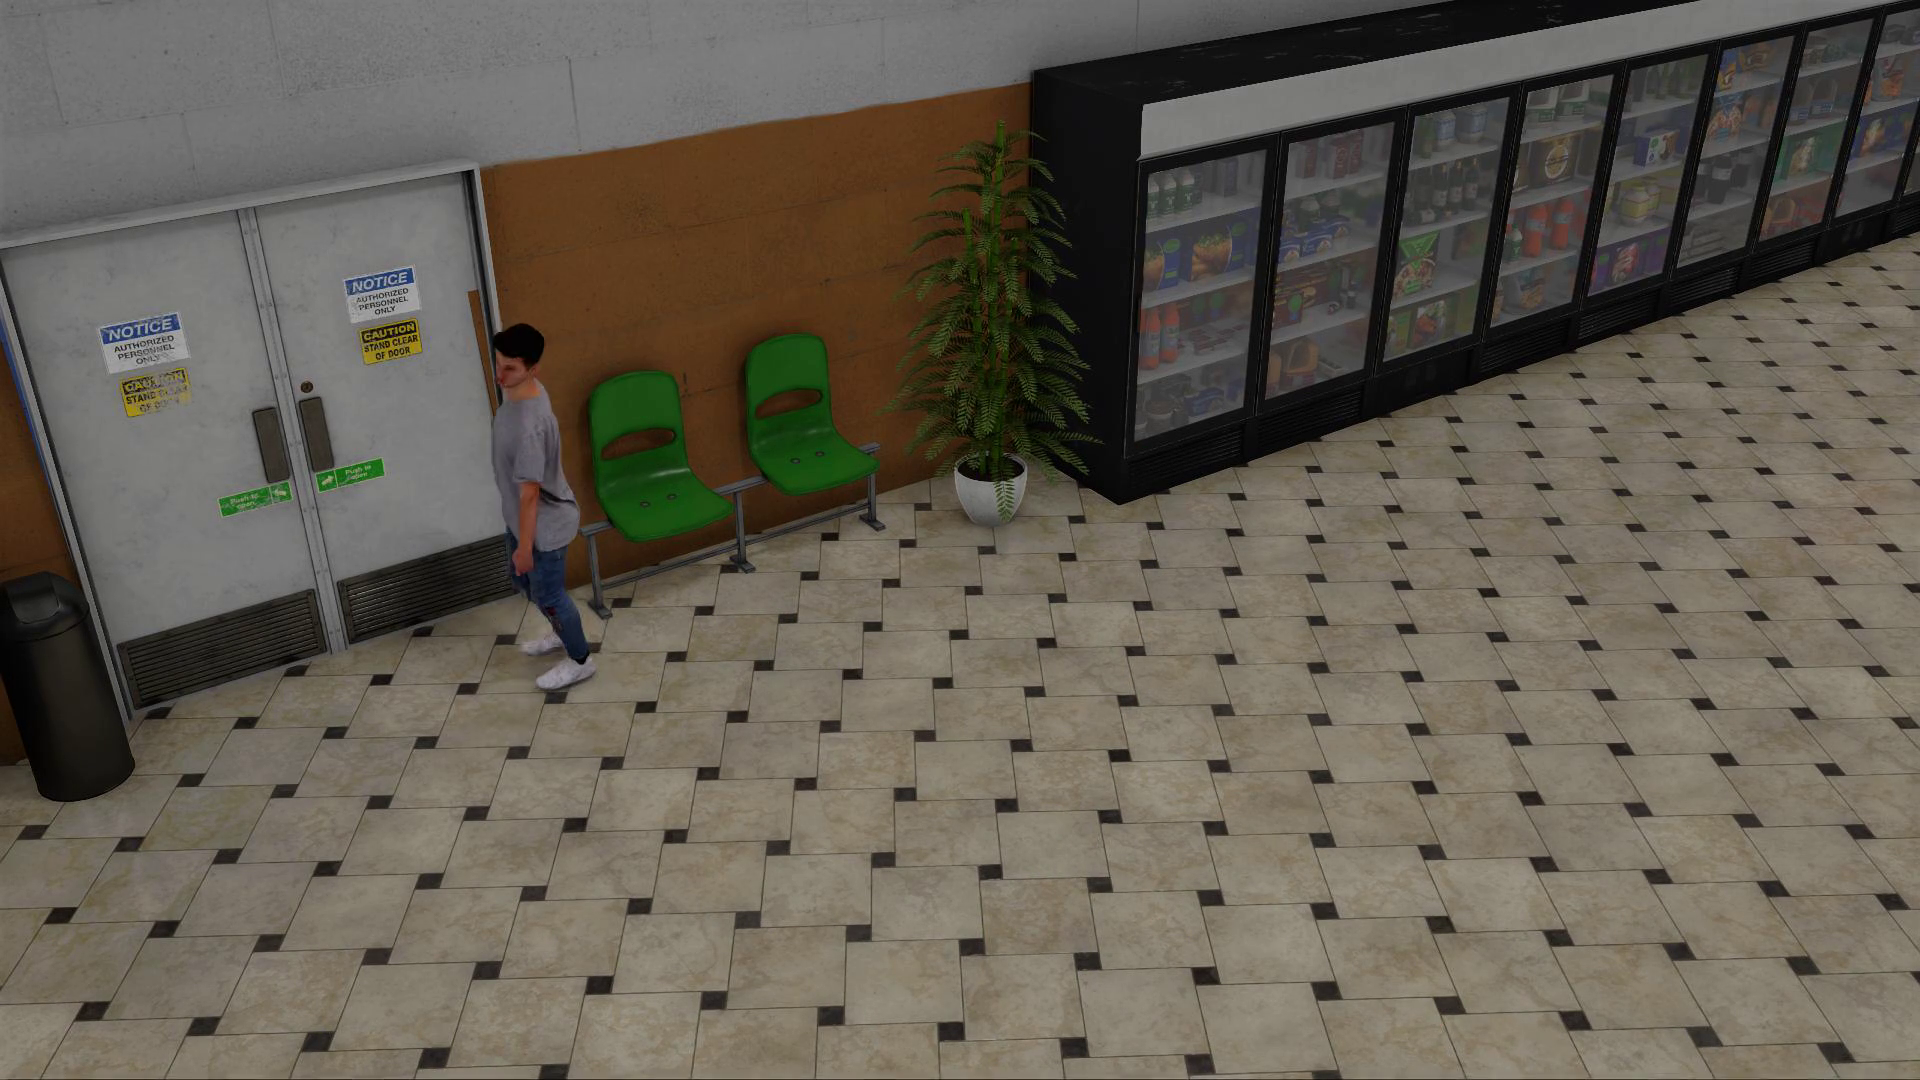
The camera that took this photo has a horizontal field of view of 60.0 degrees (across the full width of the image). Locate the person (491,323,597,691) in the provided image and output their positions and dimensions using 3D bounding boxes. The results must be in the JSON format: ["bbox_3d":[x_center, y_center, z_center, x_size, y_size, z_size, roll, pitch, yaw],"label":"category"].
[{"bbox_3d":[-1.872,-0.128,7.487,0.877,1.850,0.609,-4,29,-7],"label":"person"}]
